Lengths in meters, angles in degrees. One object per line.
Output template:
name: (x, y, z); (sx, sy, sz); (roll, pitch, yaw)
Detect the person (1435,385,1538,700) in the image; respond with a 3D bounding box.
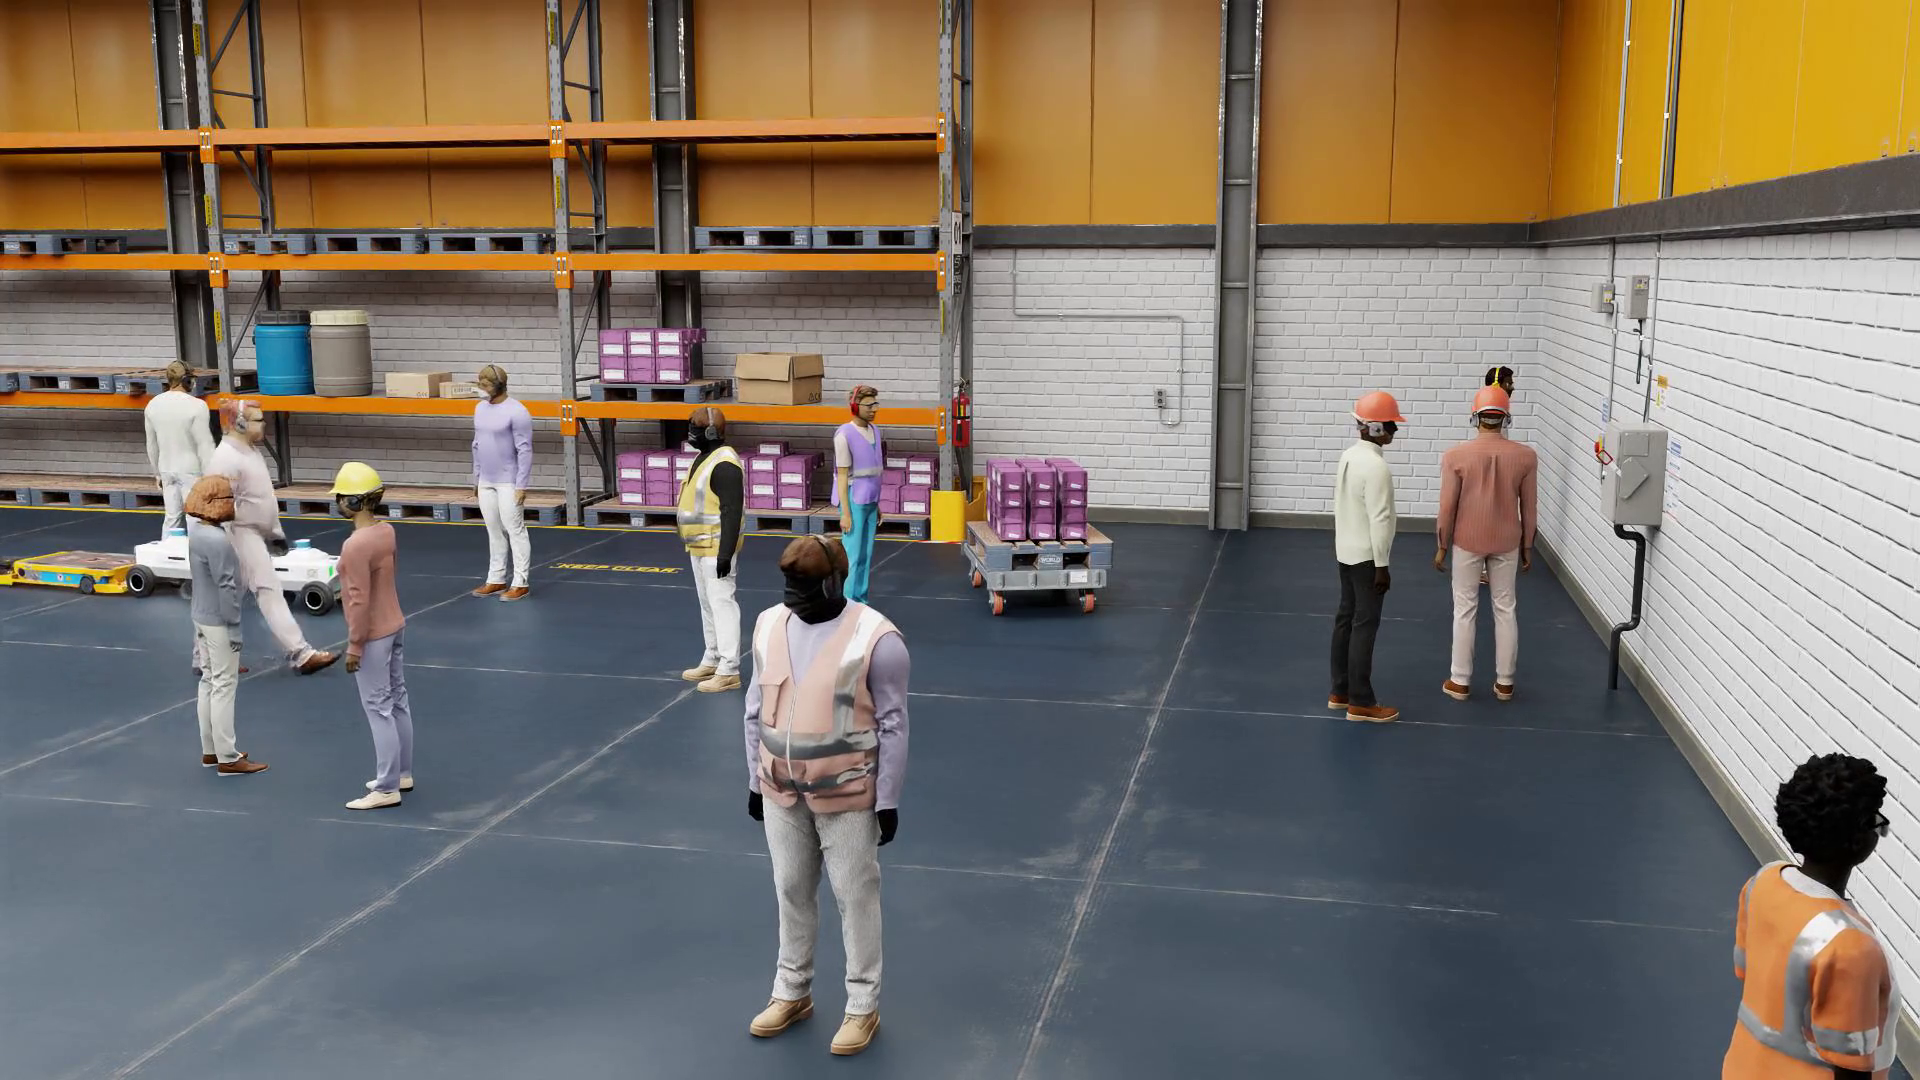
person: (3.317, 0.020, 10.522); (0.623, 1.991, 0.397); (1, 10, 3)

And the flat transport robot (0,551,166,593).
flat transport robot: (-7.440, 0.261, 14.191); (1.431, 0.197, 0.652); (3, 10, 20)

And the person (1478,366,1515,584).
person: (4.600, -0.554, 14.309); (0.328, 1.867, 0.513); (3, 10, 18)

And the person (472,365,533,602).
person: (-3.745, -0.465, 13.578); (0.627, 1.934, 0.370); (6, 12, 34)

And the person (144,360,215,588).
person: (-6.559, -0.550, 14.064); (0.631, 1.938, 0.362); (3, 10, 18)

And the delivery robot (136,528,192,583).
delivery robot: (-6.441, 0.147, 13.749); (0.707, 0.478, 0.477); (4, 10, 20)

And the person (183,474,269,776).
person: (-4.002, 0.456, 9.008); (0.279, 1.633, 0.500); (-8, 13, -40)

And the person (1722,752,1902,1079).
person: (1.916, 1.308, 3.770); (0.318, 1.700, 0.537); (0, 10, 3)

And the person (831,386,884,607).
person: (-0.771, -0.246, 12.540); (0.373, 1.843, 0.572); (4, 10, 23)

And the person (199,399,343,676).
person: (-4.665, -0.003, 11.080); (0.982, 1.857, 0.662); (-3, 10, -15)

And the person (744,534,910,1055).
person: (-0.494, 0.885, 5.861); (0.635, 1.840, 0.429); (5, 11, 26)

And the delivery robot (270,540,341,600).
delivery robot: (-5.198, 0.240, 13.198); (0.707, 0.478, 0.477); (2, 10, 13)

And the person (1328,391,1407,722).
person: (2.473, 0.094, 10.082); (0.394, 1.992, 0.622); (-1, 10, -8)

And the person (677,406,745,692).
person: (-1.613, 0.054, 10.771); (0.429, 1.842, 0.635); (-4, 11, -24)

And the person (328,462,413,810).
person: (-2.999, 0.484, 8.448); (0.324, 1.769, 0.523); (0, 10, 1)
